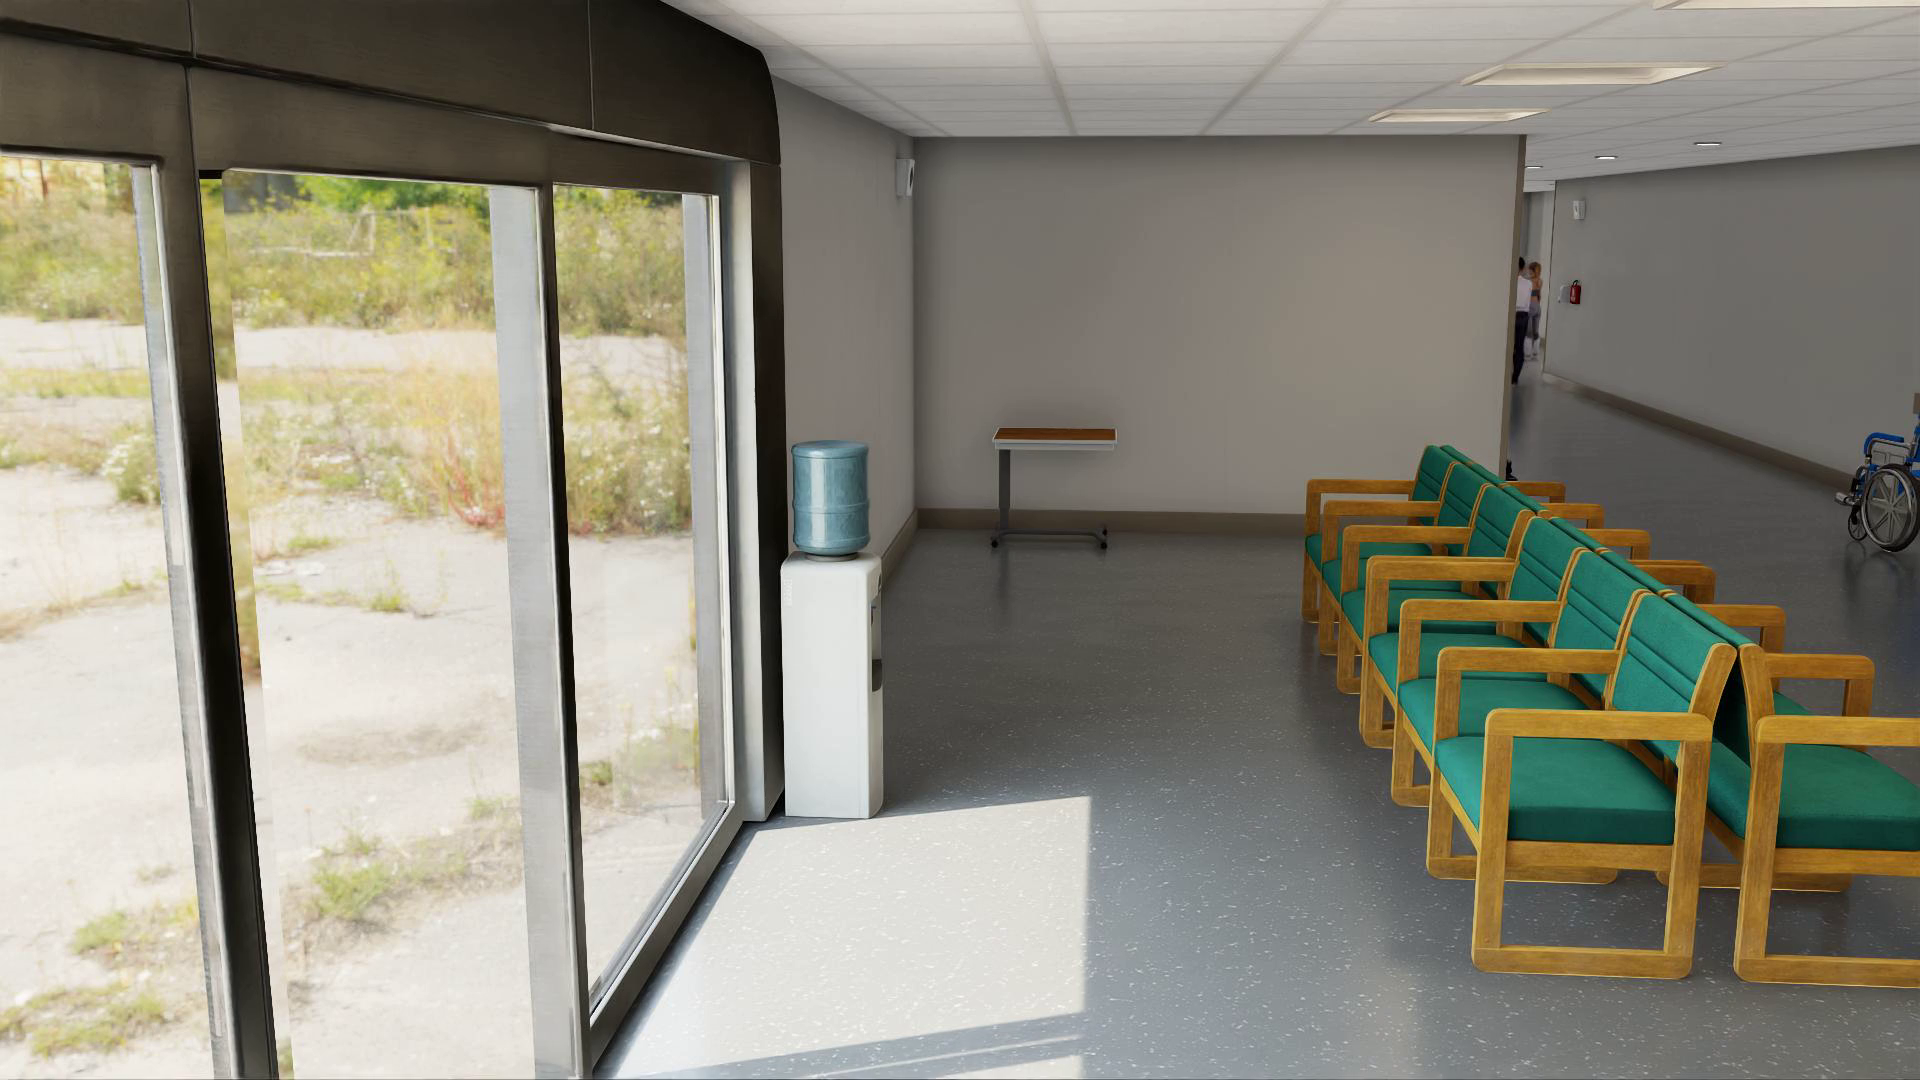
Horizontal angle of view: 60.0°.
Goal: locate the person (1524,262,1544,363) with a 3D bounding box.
[{"bbox_3d":[9.953,-3.973,28.916,0.630,1.707,0.712,-6,12,-30],"label":"person"}]
